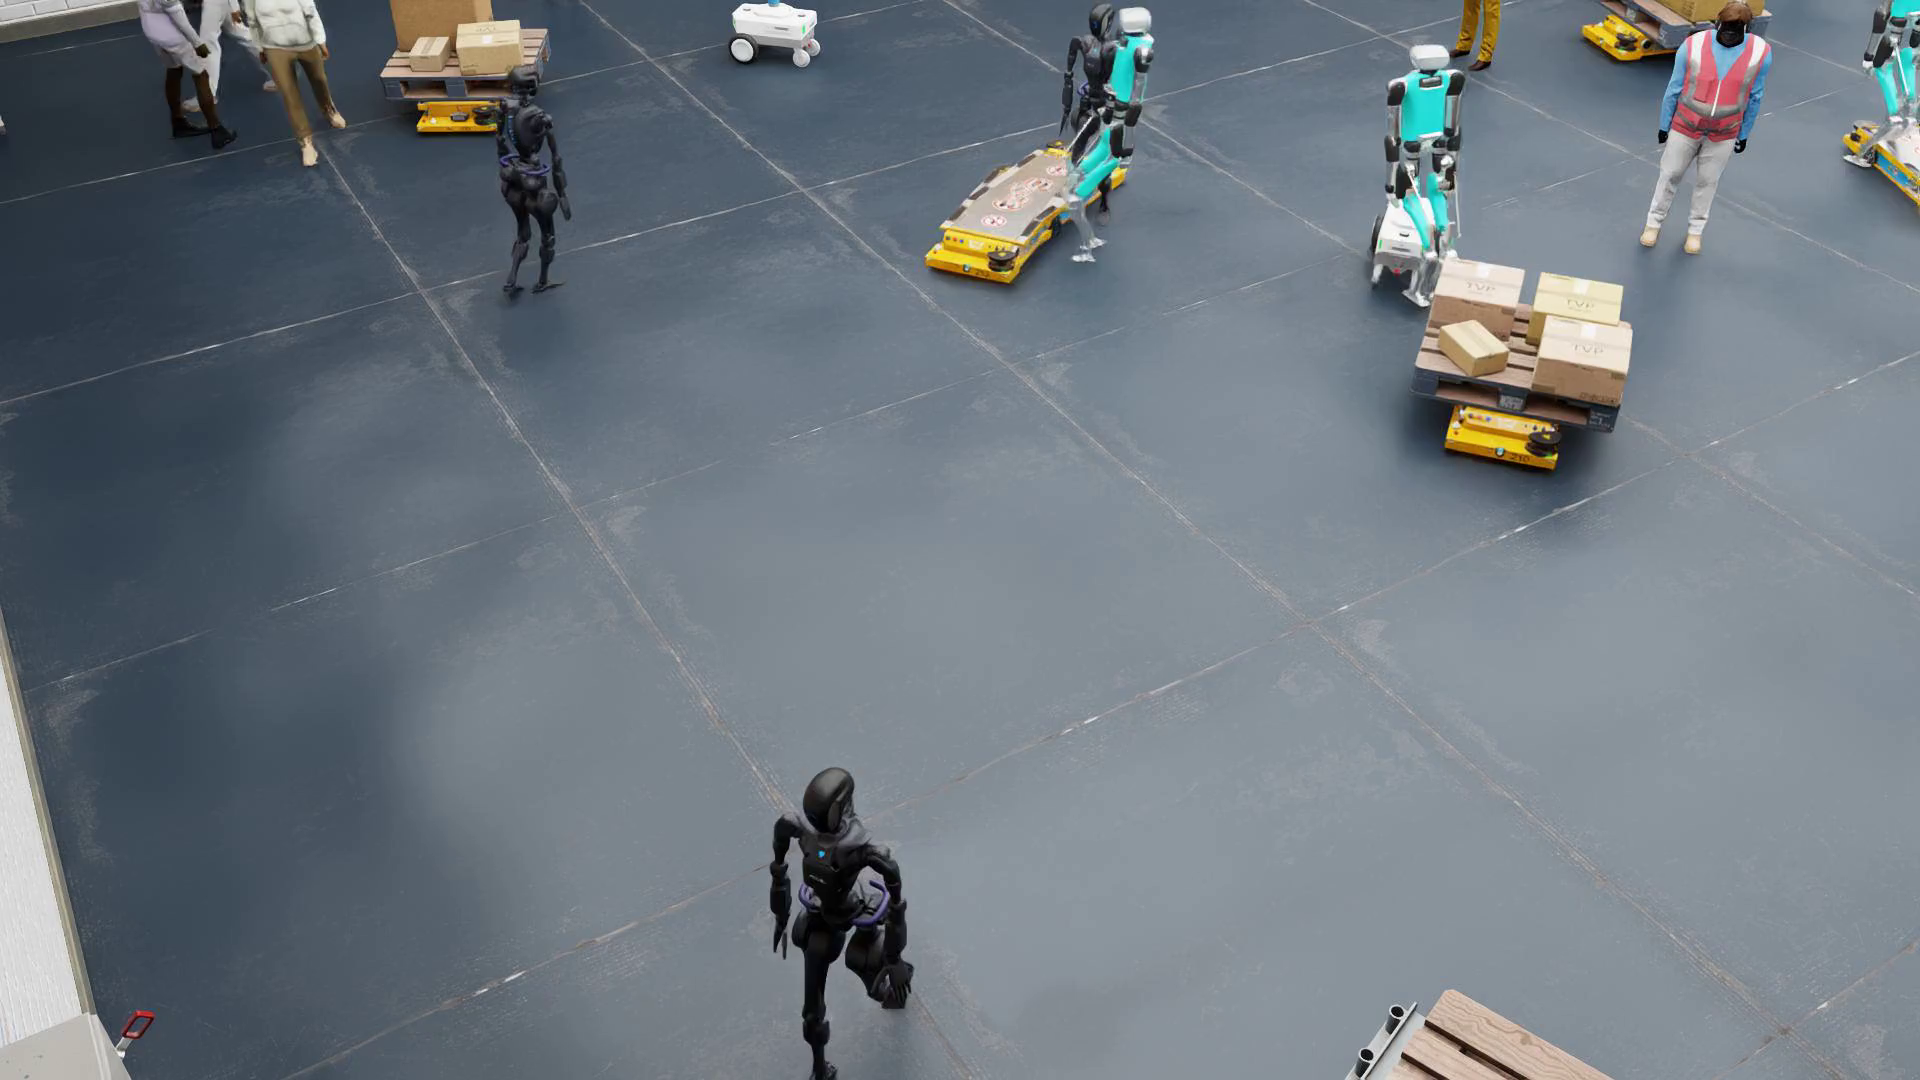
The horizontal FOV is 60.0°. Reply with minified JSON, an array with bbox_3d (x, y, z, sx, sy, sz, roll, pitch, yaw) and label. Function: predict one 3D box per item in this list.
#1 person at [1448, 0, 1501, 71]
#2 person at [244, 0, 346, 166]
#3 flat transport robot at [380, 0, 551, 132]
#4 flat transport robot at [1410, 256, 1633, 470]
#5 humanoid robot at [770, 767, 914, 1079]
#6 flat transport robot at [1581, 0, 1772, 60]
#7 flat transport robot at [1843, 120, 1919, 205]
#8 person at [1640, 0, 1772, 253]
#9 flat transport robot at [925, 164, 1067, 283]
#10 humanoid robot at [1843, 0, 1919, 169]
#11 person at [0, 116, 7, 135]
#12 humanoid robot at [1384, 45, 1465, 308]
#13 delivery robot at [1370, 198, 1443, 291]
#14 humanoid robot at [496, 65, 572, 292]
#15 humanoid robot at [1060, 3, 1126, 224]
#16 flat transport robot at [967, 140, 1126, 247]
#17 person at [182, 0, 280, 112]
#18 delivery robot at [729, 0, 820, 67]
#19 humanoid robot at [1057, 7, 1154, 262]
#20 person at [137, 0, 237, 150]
[{"bbox_3d":[4.536,-4.956,14.358,0.343,1.747,0.529,-17,42,-20],"label":"person"},{"bbox_3d":[-5.246,-3.901,13.053,0.550,1.716,0.908,-12,40,-14],"label":"person"},{"bbox_3d":[-4.135,-3.843,14.141,0.659,0.231,1.431,-1,38,-1],"label":"flat transport robot"},{"bbox_3d":[3.499,-0.961,10.505,0.659,0.231,1.431,13,40,16],"label":"flat transport robot"},{"bbox_3d":[-0.426,1.460,6.366,0.608,1.653,0.764,15,41,18],"label":"humanoid robot"},{"bbox_3d":[6.483,-4.633,15.138,1.431,0.231,0.659,-9,39,-11],"label":"flat transport robot"},{"bbox_3d":[7.542,-2.875,12.919,0.659,0.231,1.431,-3,38,-4],"label":"flat transport robot"},{"bbox_3d":[5.233,-2.894,11.690,0.629,1.836,0.431,12,40,15],"label":"person"},{"bbox_3d":[0.333,-2.346,12.253,0.659,0.231,1.431,15,41,18],"label":"flat transport robot"},{"bbox_3d":[7.265,-3.640,12.718,0.546,1.808,0.731,-6,39,-8],"label":"humanoid robot"},{"bbox_3d":[-7.986,-3.995,13.063,0.390,1.846,0.564,7,39,8],"label":"person"},{"bbox_3d":[3.115,-2.301,11.033,0.558,1.781,0.788,-9,39,-11],"label":"humanoid robot"},{"bbox_3d":[3.150,-2.137,11.750,0.499,0.586,0.765,13,40,15],"label":"delivery robot"},{"bbox_3d":[-2.950,-2.381,11.174,0.617,1.636,0.468,27,46,30],"label":"humanoid robot"},{"bbox_3d":[1.009,-3.094,12.066,0.596,1.647,0.336,19,42,23],"label":"humanoid robot"},{"bbox_3d":[0.627,-2.619,12.597,0.659,0.231,1.431,22,43,26],"label":"flat transport robot"},{"bbox_3d":[-6.123,-4.503,13.711,0.956,1.845,0.586,-23,44,-26],"label":"person"},{"bbox_3d":[-1.647,-4.549,14.777,0.745,0.565,0.499,10,39,12],"label":"delivery robot"},{"bbox_3d":[0.945,-2.794,11.679,0.767,1.826,0.559,-7,39,-9],"label":"humanoid robot"},{"bbox_3d":[-6.132,-3.993,13.030,0.469,1.882,0.583,-29,47,-31],"label":"person"}]
